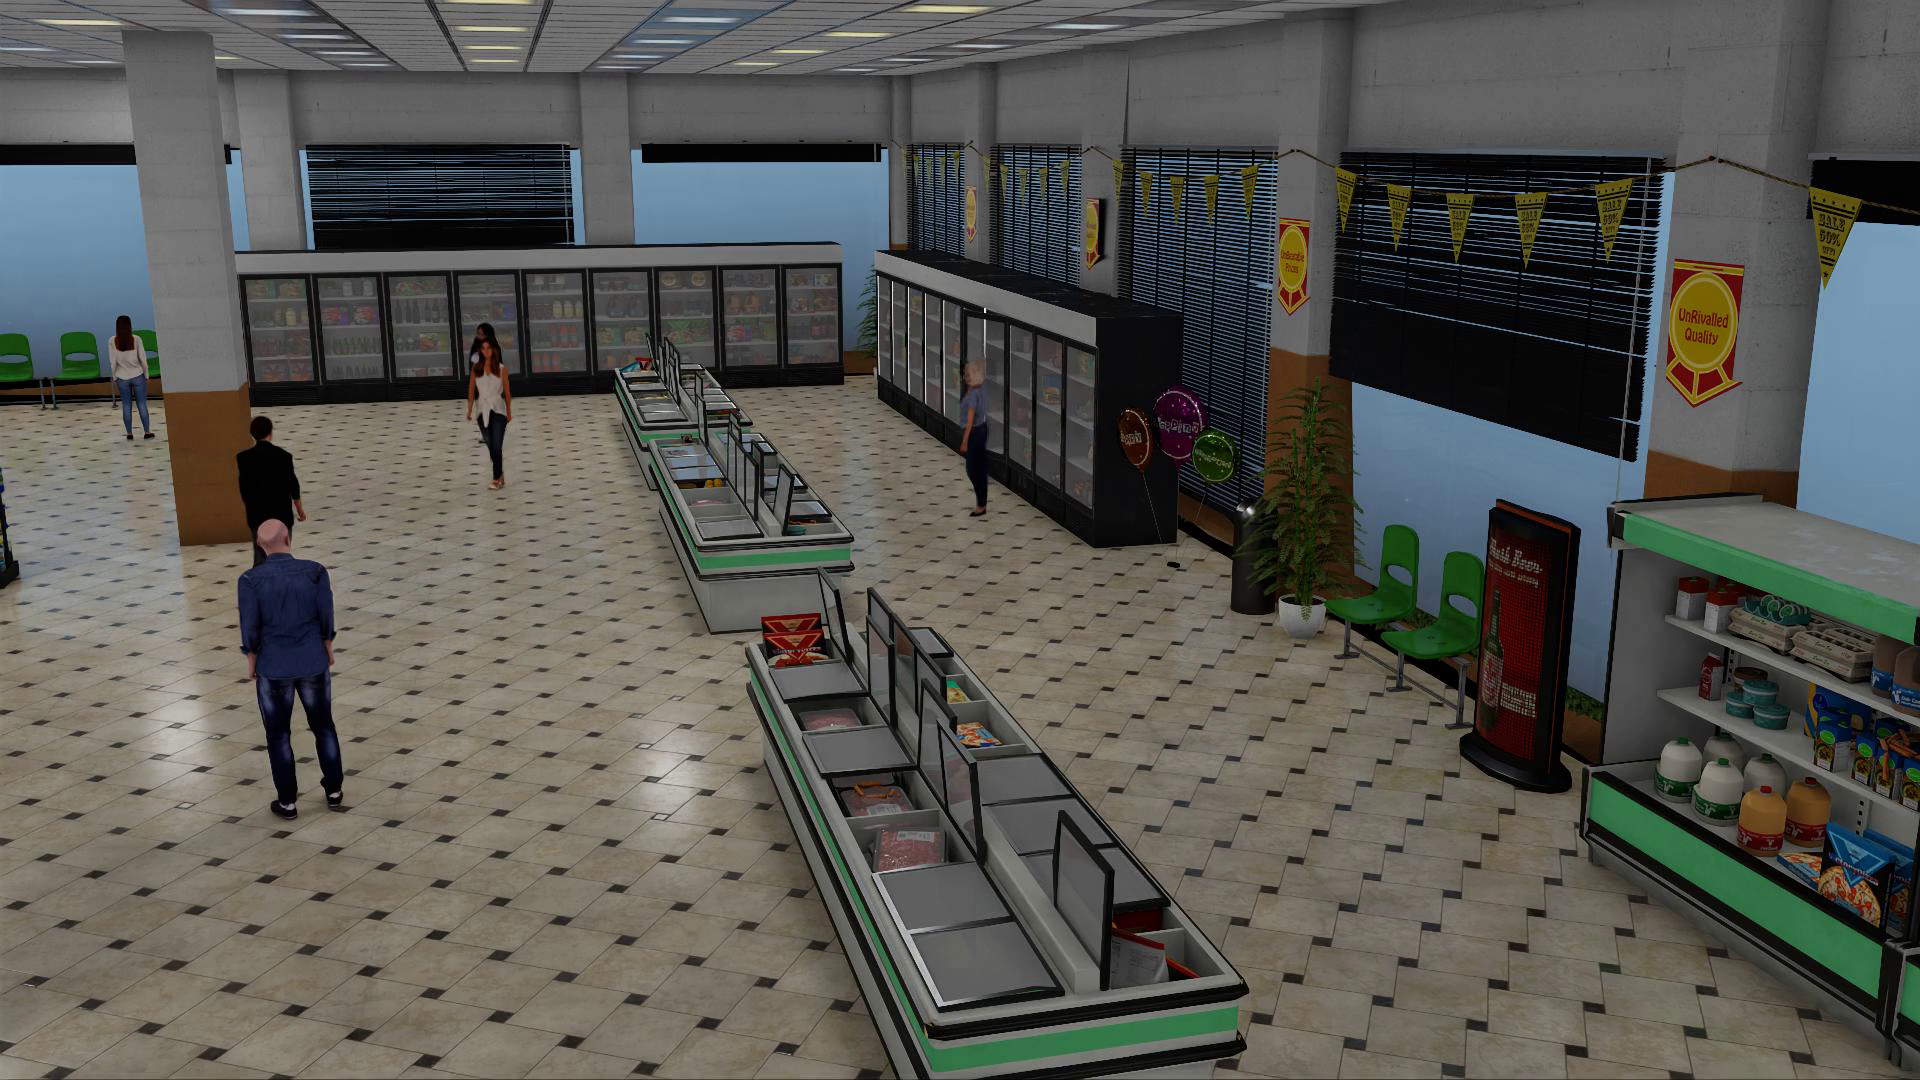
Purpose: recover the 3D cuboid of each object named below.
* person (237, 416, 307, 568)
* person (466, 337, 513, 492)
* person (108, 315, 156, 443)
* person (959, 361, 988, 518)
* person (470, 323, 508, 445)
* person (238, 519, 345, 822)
[{"bbox_3d":[-5.881,-0.201,14.178,0.722,1.716,0.700,1,14,2],"label":"person"},{"bbox_3d":[-5.404,-1.458,19.272,0.789,1.758,1.013,1,14,6],"label":"person"},{"bbox_3d":[-11.165,-2.182,22.400,0.610,1.691,0.536,-4,14,-16],"label":"person"},{"bbox_3d":[0.199,-1.119,18.036,0.875,1.682,0.688,6,15,25],"label":"person"},{"bbox_3d":[-6.287,-2.100,22.270,0.982,1.592,1.061,6,15,25],"label":"person"},{"bbox_3d":[-4.004,0.764,9.971,0.781,1.823,0.722,-9,16,-33],"label":"person"}]
